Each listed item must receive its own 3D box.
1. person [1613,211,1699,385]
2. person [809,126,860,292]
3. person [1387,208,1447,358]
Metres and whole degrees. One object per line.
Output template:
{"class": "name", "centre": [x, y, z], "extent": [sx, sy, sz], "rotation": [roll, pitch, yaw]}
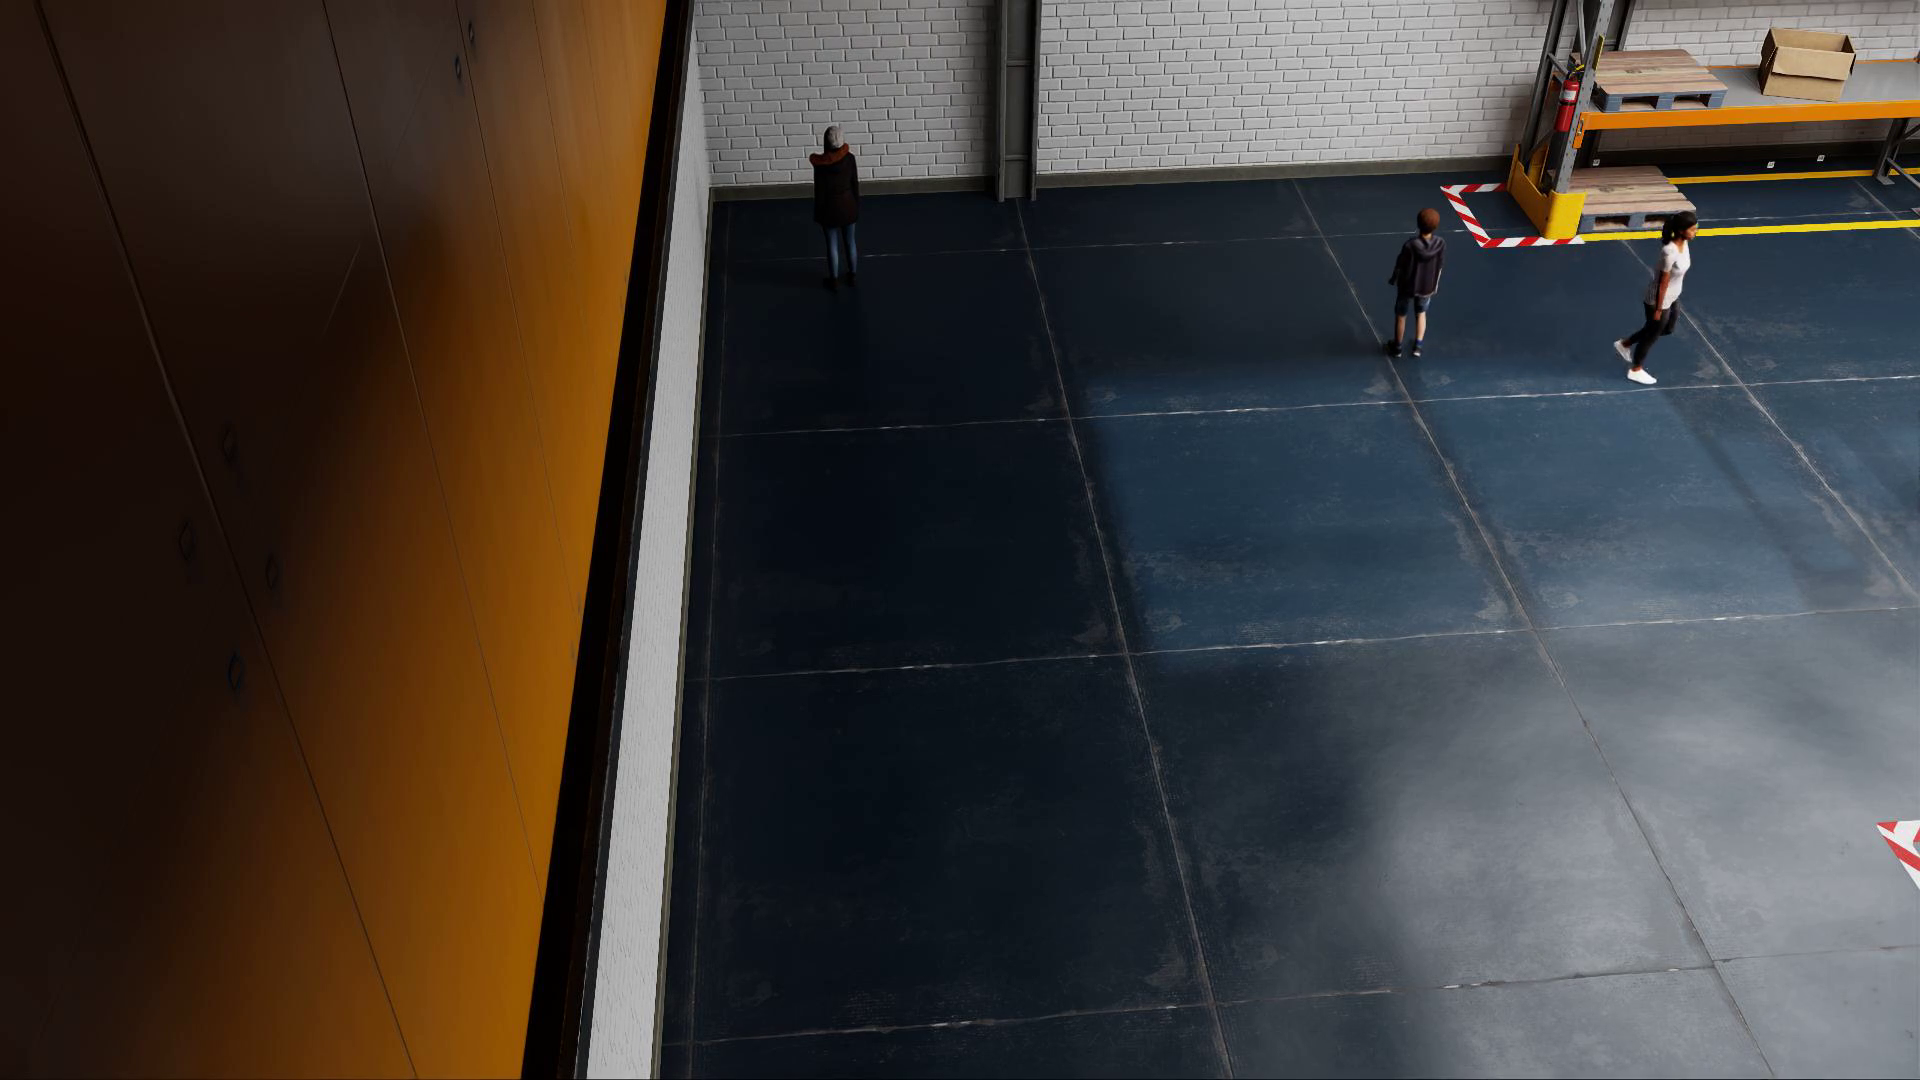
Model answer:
{"class": "person", "centre": [5.934, -2.091, 14.285], "extent": [0.815, 1.632, 0.753], "rotation": [26, 45, 28]}
{"class": "person", "centre": [-1.147, -3.110, 15.560], "extent": [0.652, 1.633, 0.771], "rotation": [-15, 41, -18]}
{"class": "person", "centre": [4.002, -2.227, 14.607], "extent": [0.508, 1.442, 0.617], "rotation": [-1, 39, -1]}
